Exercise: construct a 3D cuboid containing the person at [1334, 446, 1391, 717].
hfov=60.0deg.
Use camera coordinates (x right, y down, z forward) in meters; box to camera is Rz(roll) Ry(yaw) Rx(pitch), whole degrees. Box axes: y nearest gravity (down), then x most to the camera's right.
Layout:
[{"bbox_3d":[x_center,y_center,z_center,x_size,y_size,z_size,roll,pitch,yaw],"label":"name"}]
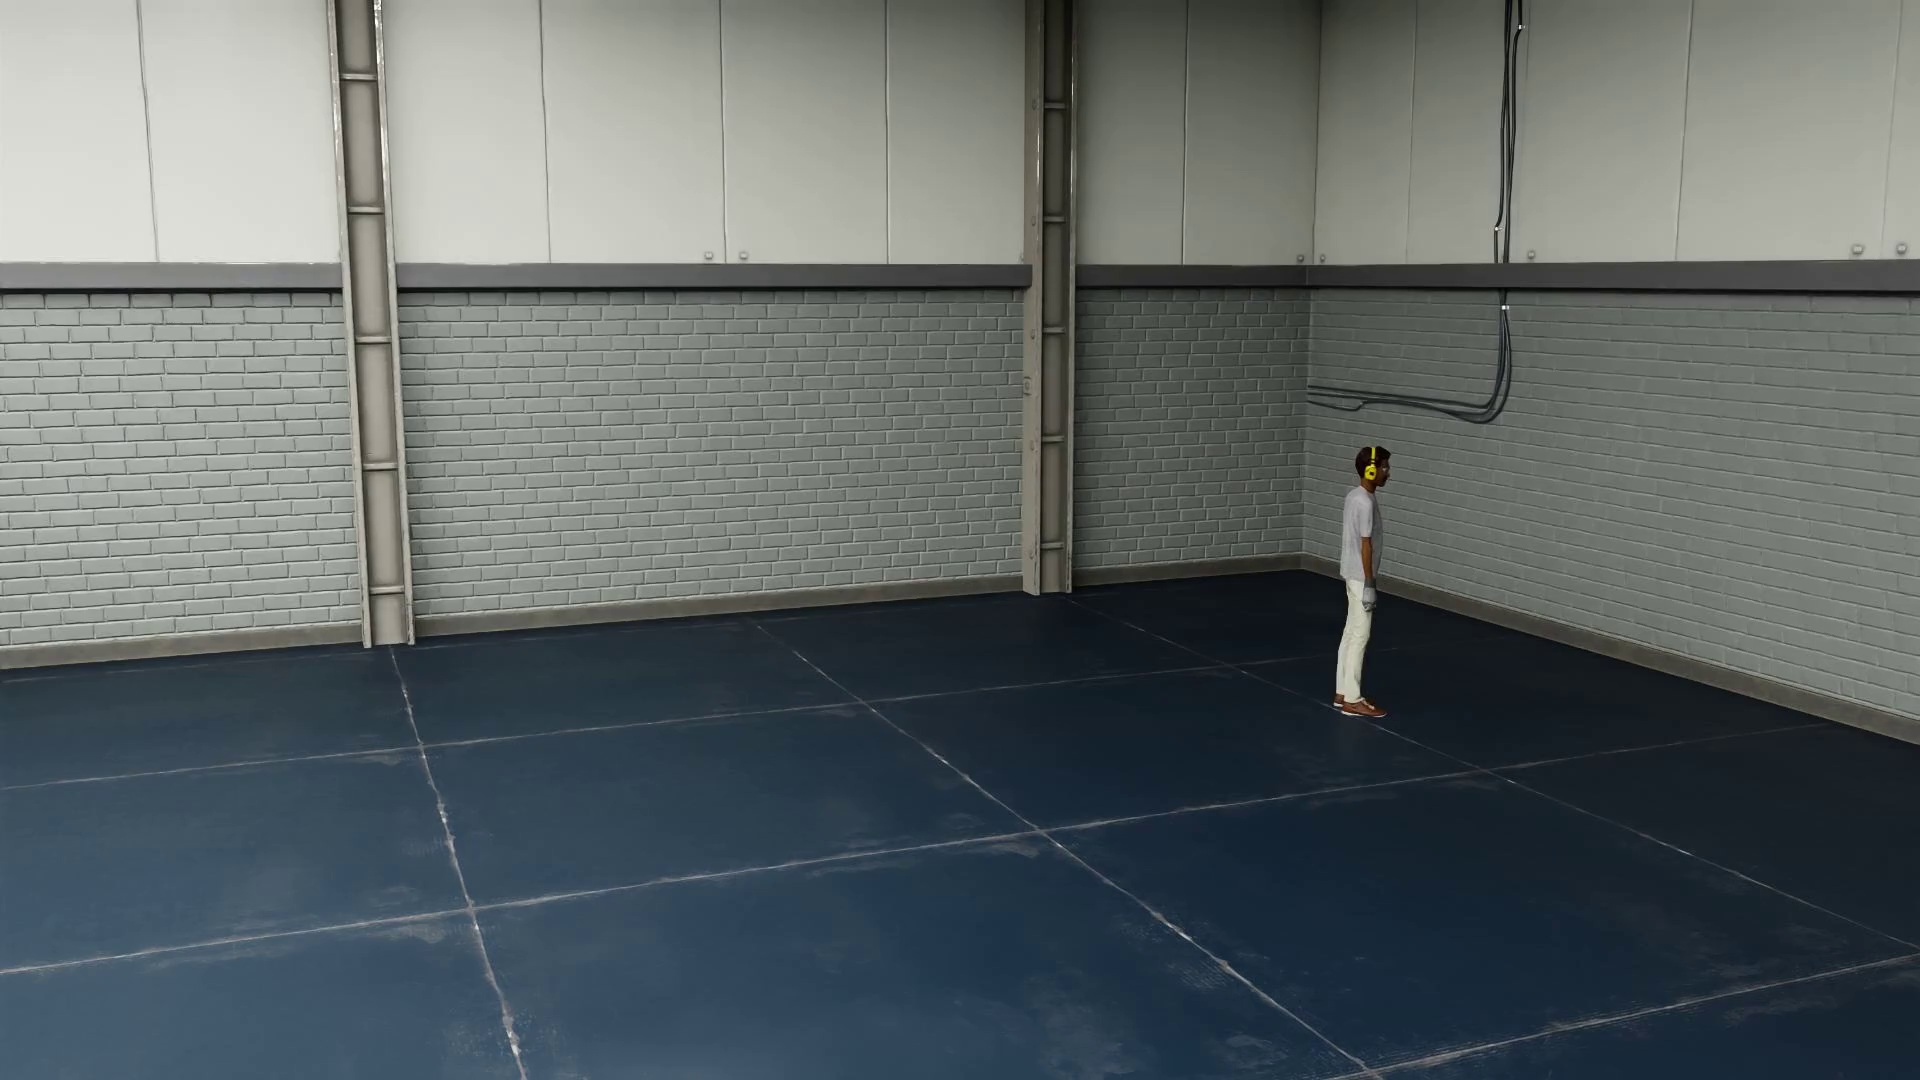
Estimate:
[{"bbox_3d":[2.791,0.280,11.513,0.309,1.864,0.535,0,9,2],"label":"person"}]
